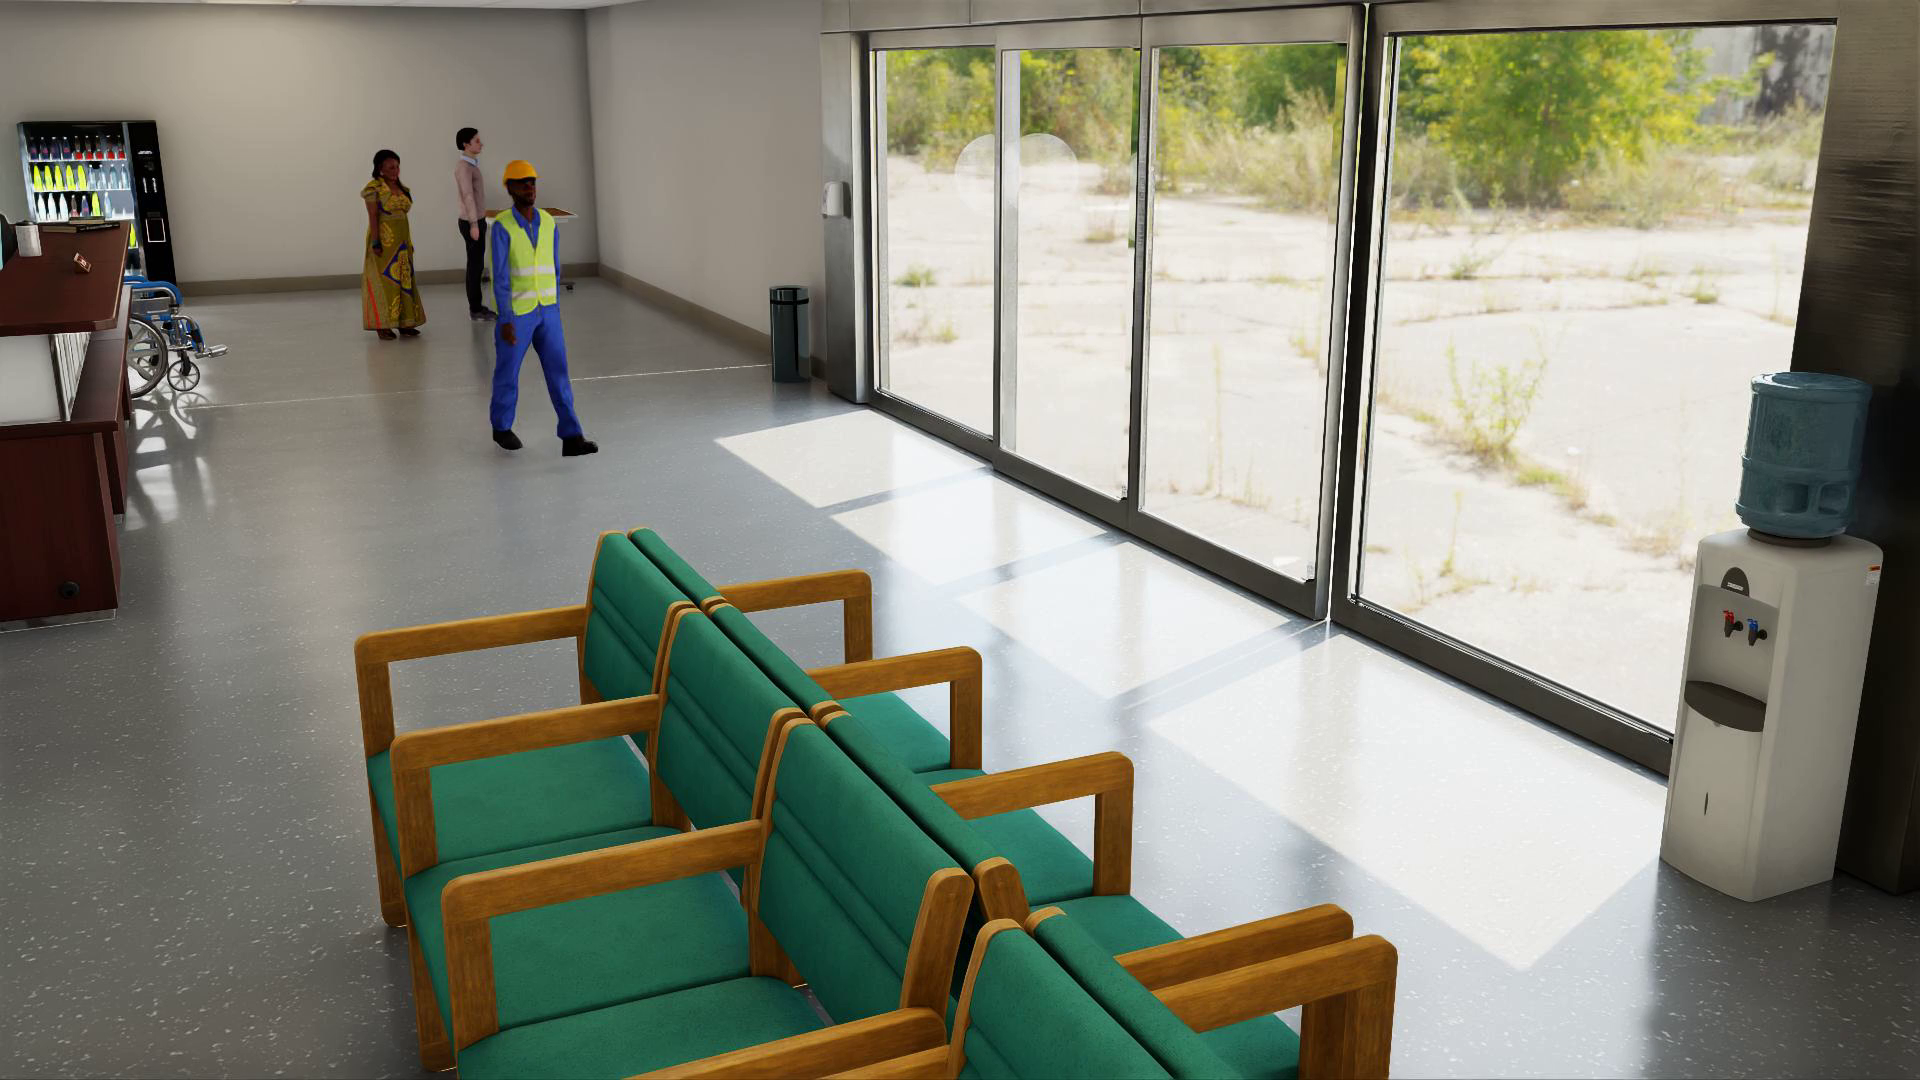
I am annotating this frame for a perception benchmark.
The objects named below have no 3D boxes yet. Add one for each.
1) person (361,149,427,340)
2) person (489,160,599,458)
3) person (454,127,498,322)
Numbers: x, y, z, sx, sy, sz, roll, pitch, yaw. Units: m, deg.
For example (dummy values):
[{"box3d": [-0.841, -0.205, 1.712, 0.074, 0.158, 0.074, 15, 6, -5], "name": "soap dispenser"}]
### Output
[{"box3d": [-5.086, -2.648, 14.863, 1.056, 1.659, 0.985, 6, 17, 22], "name": "person"}, {"box3d": [-2.685, -1.375, 10.143, 1.056, 1.771, 1.221, 14, 21, 41], "name": "person"}, {"box3d": [-4.654, -3.025, 15.925, 0.626, 1.809, 0.679, -3, 16, -10], "name": "person"}]
